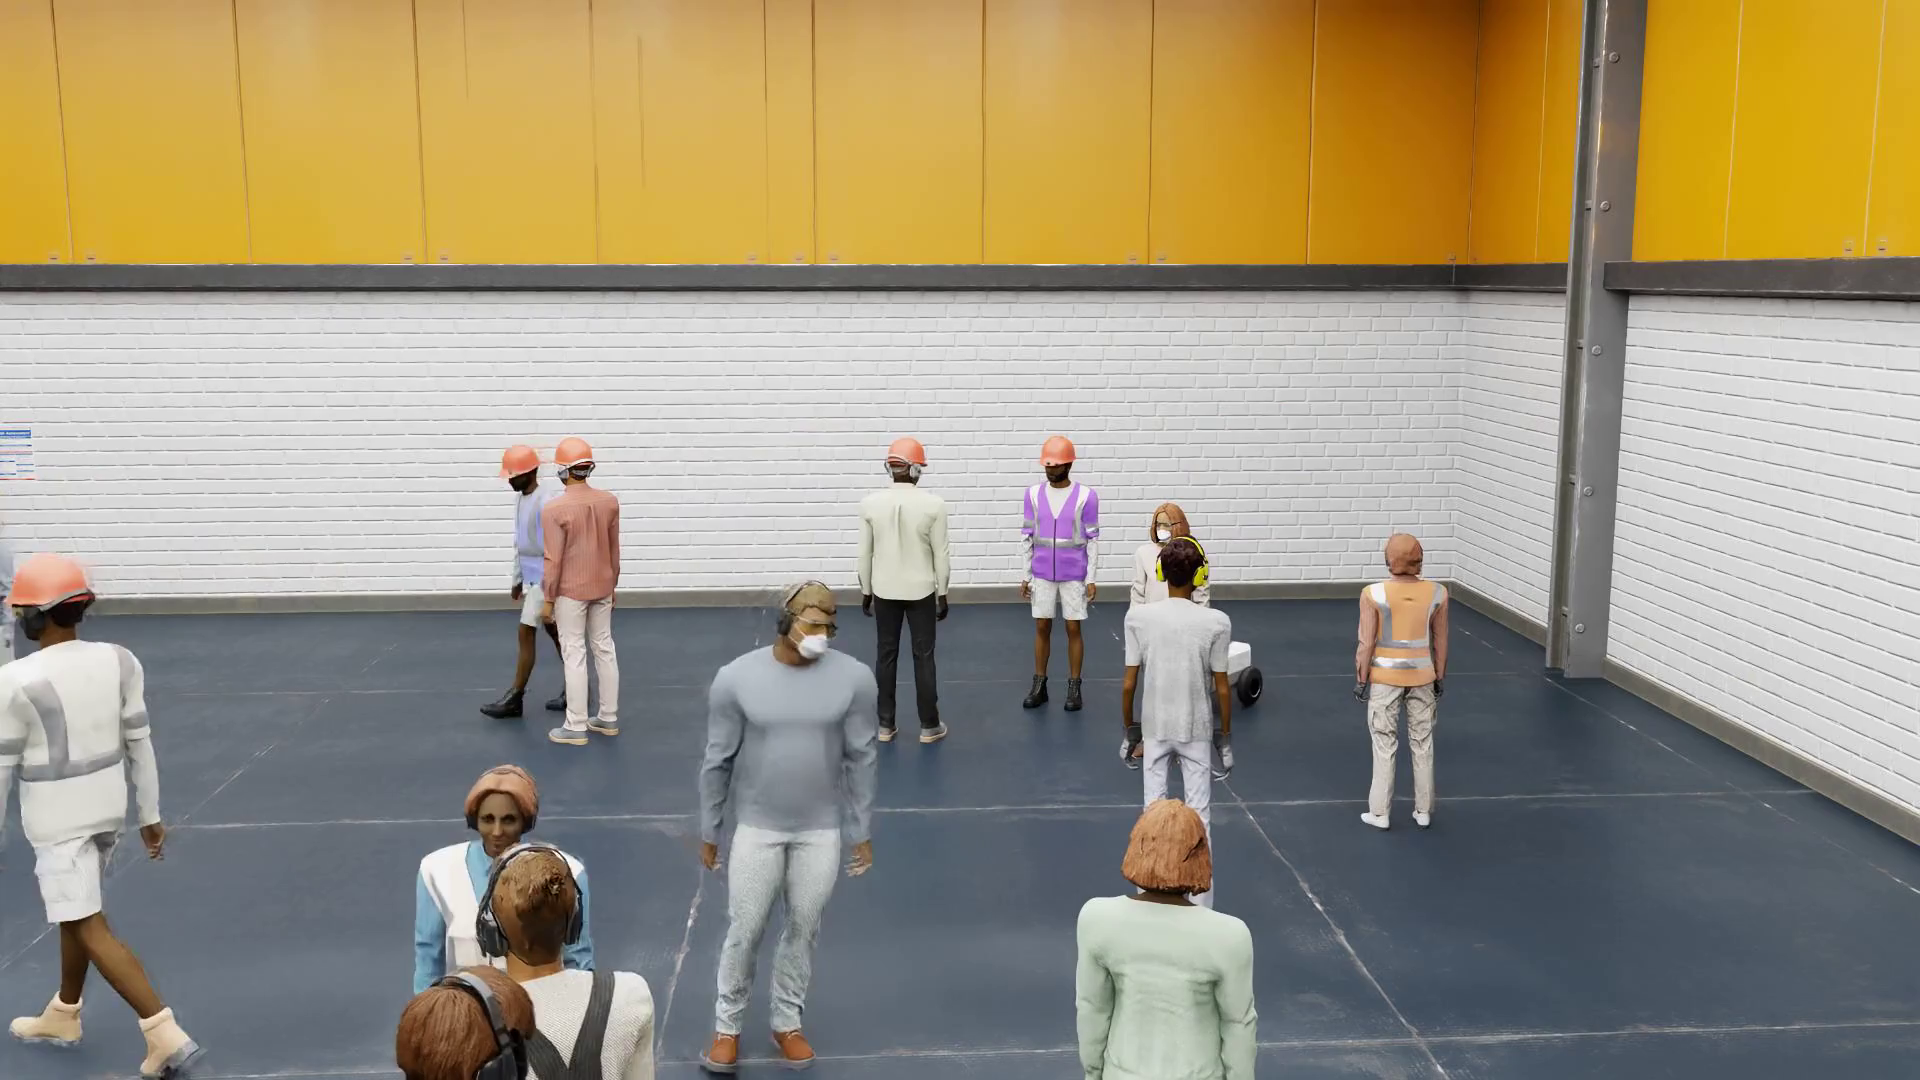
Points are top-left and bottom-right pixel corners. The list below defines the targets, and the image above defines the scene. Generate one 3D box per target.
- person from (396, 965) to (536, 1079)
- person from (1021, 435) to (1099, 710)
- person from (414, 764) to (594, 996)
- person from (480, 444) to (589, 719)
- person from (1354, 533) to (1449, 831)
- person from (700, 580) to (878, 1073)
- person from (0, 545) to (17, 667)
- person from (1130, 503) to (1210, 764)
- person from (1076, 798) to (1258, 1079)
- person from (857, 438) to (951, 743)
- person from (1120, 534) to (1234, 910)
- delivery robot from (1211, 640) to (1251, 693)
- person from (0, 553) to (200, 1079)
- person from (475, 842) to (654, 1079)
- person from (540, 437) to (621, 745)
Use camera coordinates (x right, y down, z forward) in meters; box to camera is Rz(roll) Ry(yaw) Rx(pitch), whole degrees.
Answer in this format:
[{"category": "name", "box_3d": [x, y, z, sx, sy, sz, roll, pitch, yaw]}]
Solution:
[{"category": "person", "box_3d": [-0.866, 1.656, 2.989, 0.621, 1.835, 0.430, 5, 10, 28]}, {"category": "person", "box_3d": [0.685, 0.233, 11.584, 0.550, 1.933, 0.375, 3, 9, 17]}, {"category": "person", "box_3d": [-1.339, 1.439, 4.980, 0.530, 1.621, 0.463, 0, 9, -1]}, {"category": "person", "box_3d": [-2.974, 0.281, 11.416, 0.867, 1.882, 0.591, -6, 11, -32]}, {"category": "person", "box_3d": [2.411, 0.778, 9.097, 0.521, 1.636, 0.311, -1, 9, -6]}, {"category": "person", "box_3d": [-0.639, 1.086, 6.331, 0.672, 1.912, 0.382, -2, 9, -12]}, {"category": "person", "box_3d": [-6.300, 0.544, 10.738, 0.511, 1.600, 0.855, 0, 9, 0]}, {"category": "person", "box_3d": [1.298, 0.577, 10.369, 0.508, 1.632, 0.265, 4, 10, 26]}, {"category": "person", "box_3d": [0.561, 1.503, 4.556, 0.500, 1.633, 0.284, 3, 10, 20]}, {"category": "person", "box_3d": [-0.356, 0.328, 10.827, 0.613, 1.985, 0.402, 2, 9, 13]}, {"category": "person", "box_3d": [0.988, 0.905, 7.585, 0.523, 1.865, 0.317, 3, 10, 18]}, {"category": "delivery robot", "box_3d": [1.734, 0.865, 11.644, 0.477, 0.478, 0.707, 7, 12, 39]}, {"category": "person", "box_3d": [-3.297, 1.047, 6.289, 0.989, 2.009, 0.610, 3, 9, 18]}, {"category": "person", "box_3d": [-0.896, 1.548, 3.610, 0.521, 1.844, 0.338, -8, 12, -40]}, {"category": "person", "box_3d": [-2.466, 0.328, 10.799, 0.378, 1.995, 0.609, 7, 11, 36]}]
